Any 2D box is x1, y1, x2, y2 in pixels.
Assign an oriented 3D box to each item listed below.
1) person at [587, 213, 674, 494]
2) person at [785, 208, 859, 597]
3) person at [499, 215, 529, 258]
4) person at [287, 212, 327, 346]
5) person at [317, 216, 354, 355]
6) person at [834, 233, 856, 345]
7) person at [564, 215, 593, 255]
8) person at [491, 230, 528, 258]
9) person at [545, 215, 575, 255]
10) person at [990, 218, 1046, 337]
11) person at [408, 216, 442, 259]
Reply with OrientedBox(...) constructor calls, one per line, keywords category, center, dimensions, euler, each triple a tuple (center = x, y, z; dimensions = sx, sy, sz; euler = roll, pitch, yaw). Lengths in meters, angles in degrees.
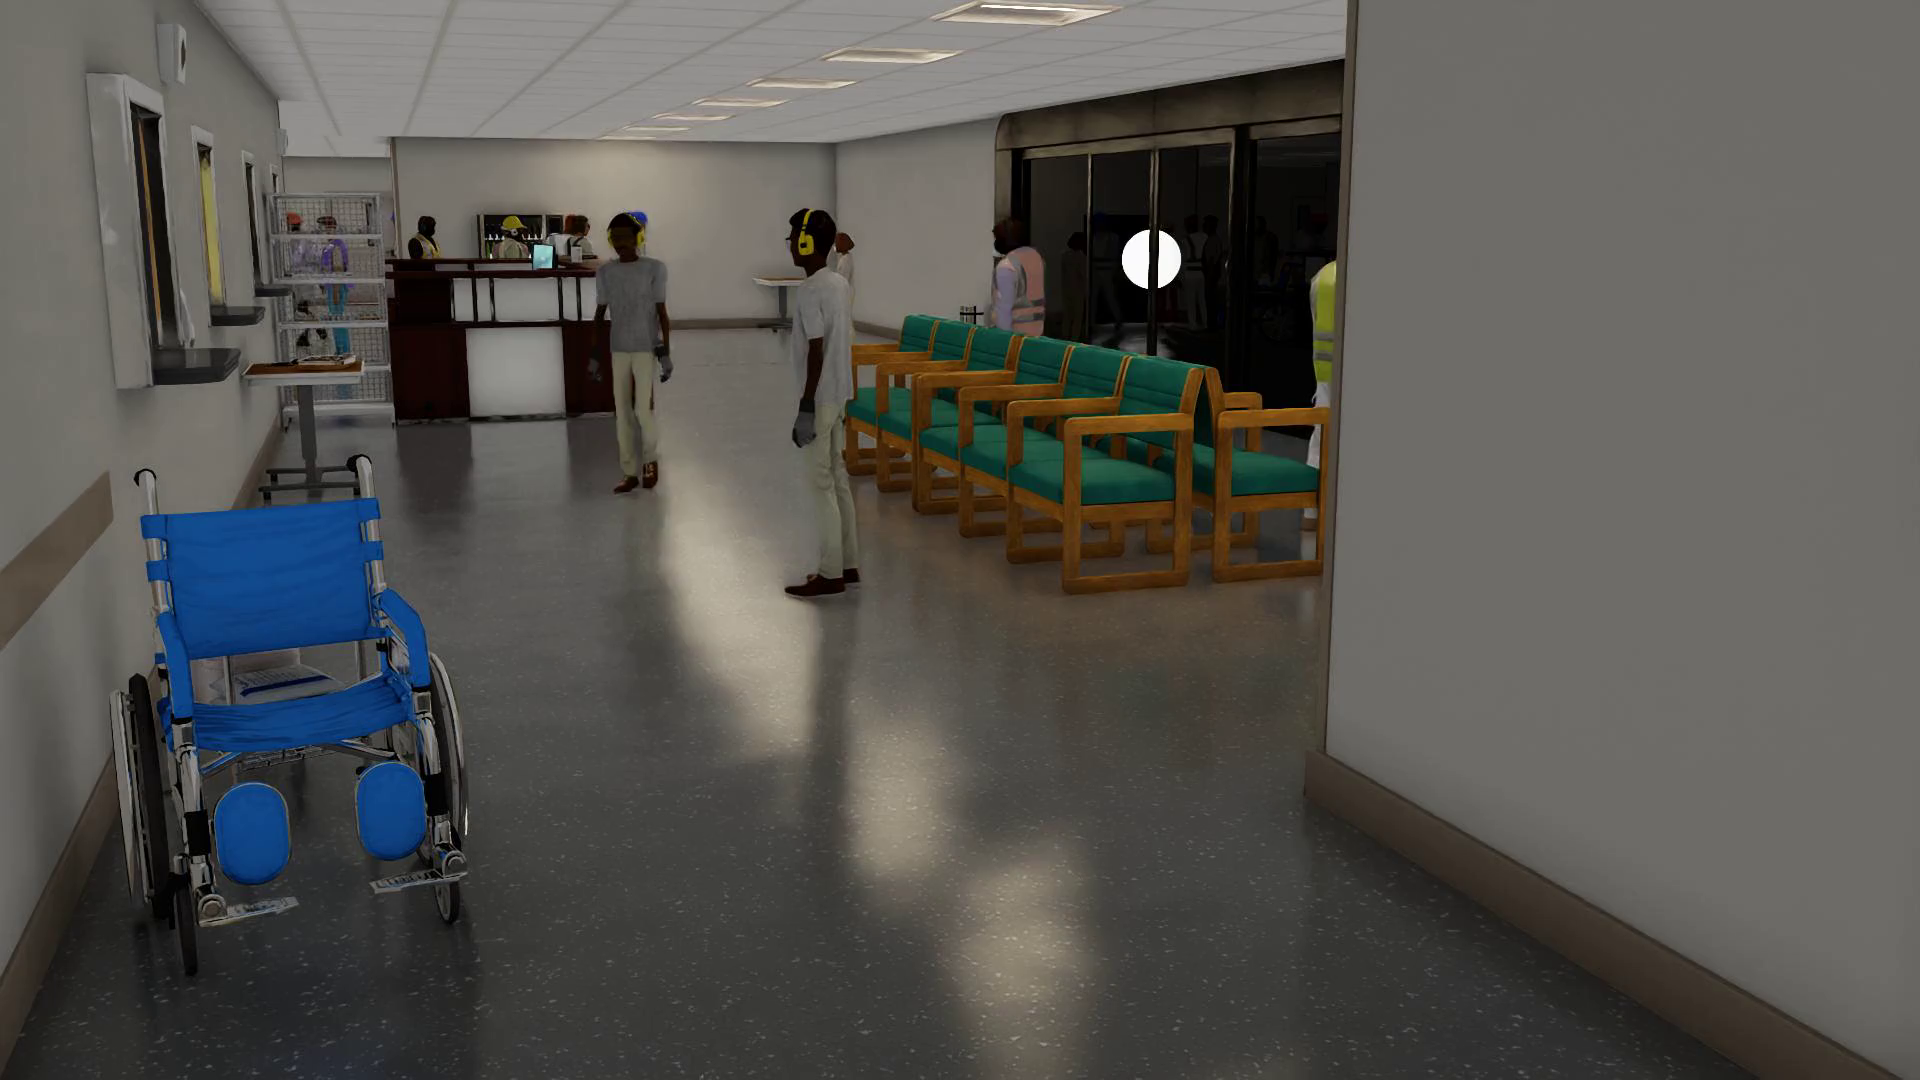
OrientedBox(category="person", center=(-2.194, -1.226, 11.015), dimensions=(0.575, 1.851, 0.388), euler=(2, 11, 11))
OrientedBox(category="person", center=(-0.678, -0.653, 8.038), dimensions=(0.308, 1.868, 0.532), euler=(3, 11, 15))
OrientedBox(category="person", center=(-5.880, -3.368, 22.054), dimensions=(0.404, 1.837, 0.587), euler=(-6, 13, -28))
OrientedBox(category="person", center=(-9.345, -3.726, 23.739), dimensions=(0.583, 1.901, 0.819), euler=(3, 11, 14))
OrientedBox(category="person", center=(-7.758, -3.092, 20.656), dimensions=(0.421, 1.833, 0.564), euler=(-6, 12, -26))
OrientedBox(category="person", center=(-1.463, -3.088, 21.174), dimensions=(0.285, 1.627, 0.504), euler=(0, 11, -1))
OrientedBox(category="person", center=(-4.945, -3.319, 21.770), dimensions=(0.514, 1.844, 0.333), euler=(9, 14, 38))
OrientedBox(category="person", center=(-6.528, -3.752, 24.202), dimensions=(0.526, 1.768, 0.331), euler=(-2, 11, -9))
OrientedBox(category="person", center=(-5.311, -3.432, 22.372), dimensions=(0.662, 1.847, 0.405), euler=(-1, 11, -7))
OrientedBox(category="person", center=(0.526, -1.652, 13.304), dimensions=(0.655, 1.819, 0.649), euler=(8, 13, 34))
OrientedBox(category="person", center=(-7.419, -3.596, 23.230), dimensions=(0.429, 1.839, 0.621), euler=(2, 11, 8))
